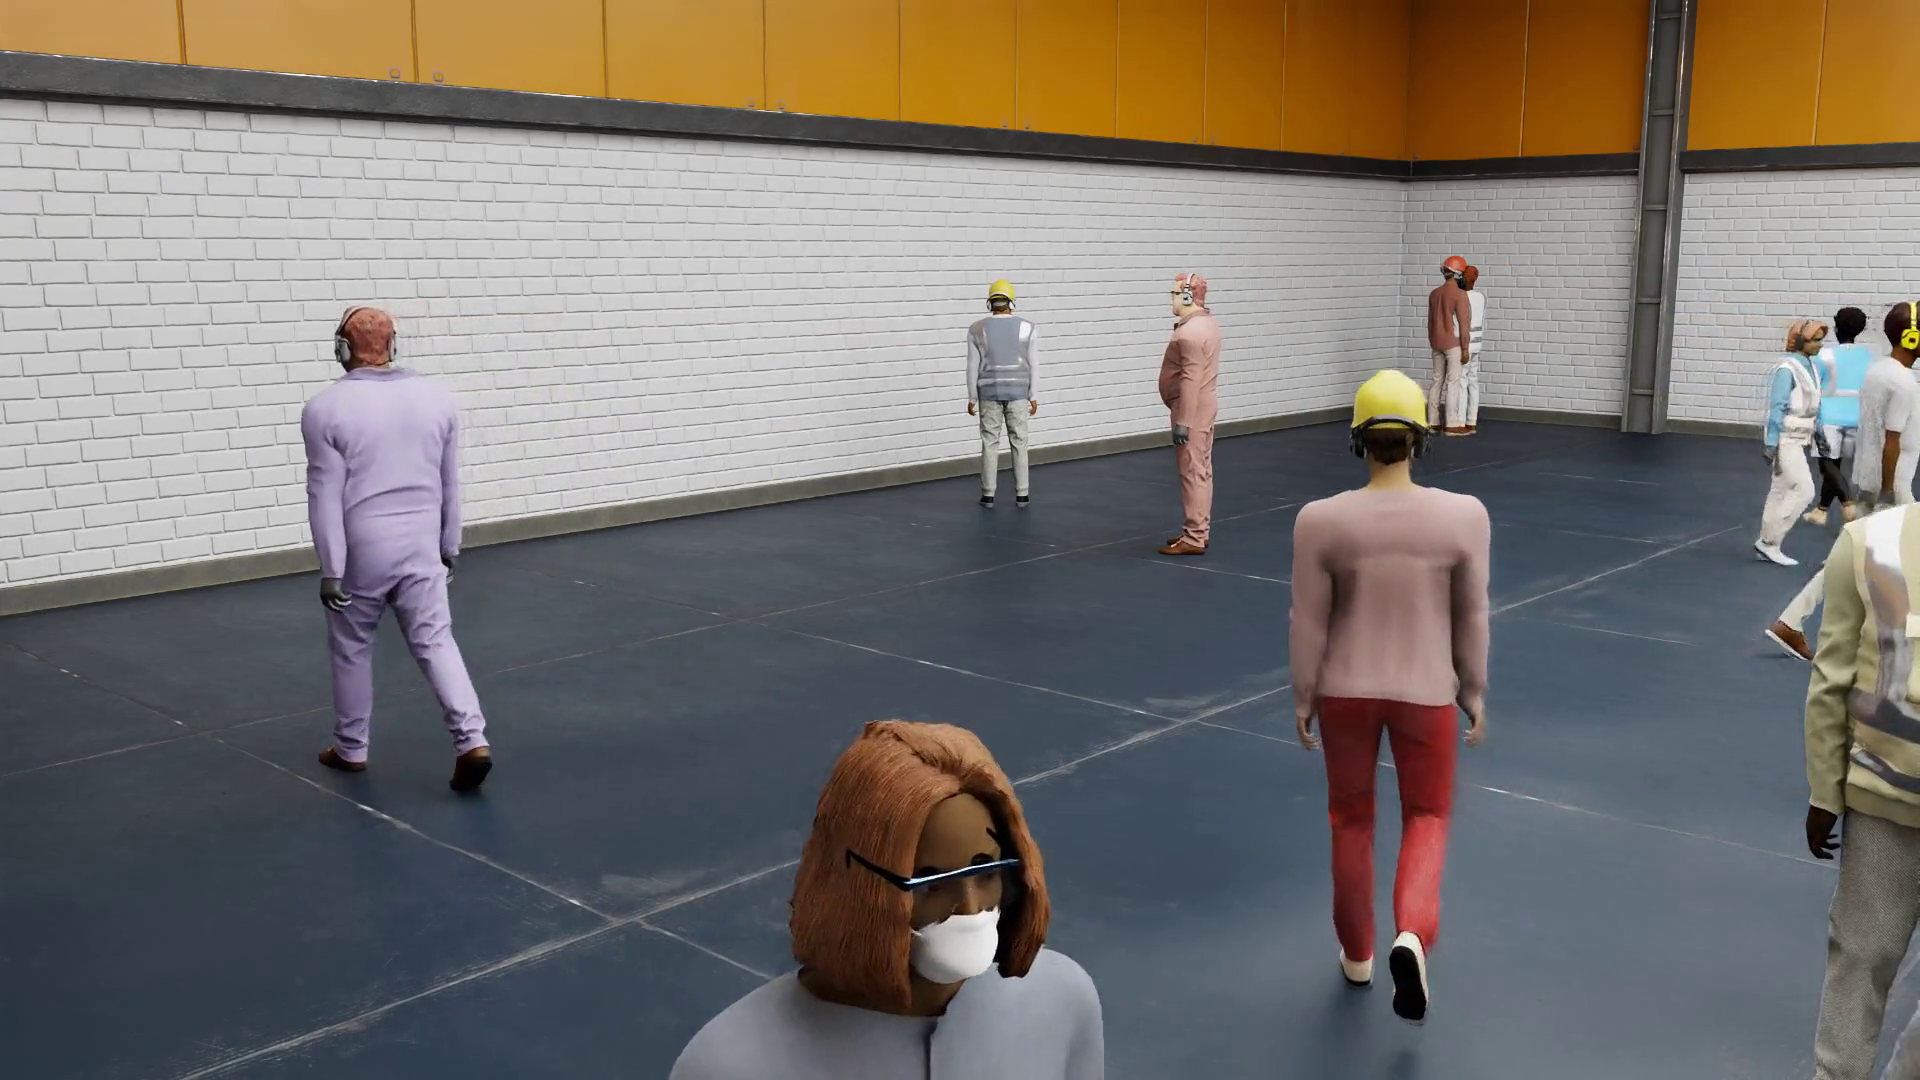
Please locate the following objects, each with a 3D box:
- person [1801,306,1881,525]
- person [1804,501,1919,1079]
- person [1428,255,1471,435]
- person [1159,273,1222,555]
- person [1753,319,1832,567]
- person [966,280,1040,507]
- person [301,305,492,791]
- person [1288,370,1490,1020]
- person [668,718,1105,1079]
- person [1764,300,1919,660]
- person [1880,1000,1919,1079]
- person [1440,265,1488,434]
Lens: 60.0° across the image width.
[{"bbox_3d":[6.445,-0.872,12.135,0.523,1.659,0.841,-1,10,-6],"label":"person"},{"bbox_3d":[2.124,0.553,3.554,0.588,1.823,0.403,3,11,19],"label":"person"},{"bbox_3d":[5.453,-2.160,18.511,0.379,1.994,0.611,-5,11,-25],"label":"person"},{"bbox_3d":[1.545,-0.850,11.298,0.402,1.911,0.639,3,11,19],"label":"person"},{"bbox_3d":[5.436,-0.624,10.828,0.414,1.621,0.510,8,13,38],"label":"person"},{"bbox_3d":[0.342,-1.167,13.352,0.588,1.822,0.403,0,10,-2],"label":"person"},{"bbox_3d":[-2.161,0.037,6.387,0.950,1.870,0.657,9,13,41],"label":"person"},{"bbox_3d":[1.148,0.422,4.482,0.538,1.750,0.578,2,10,12],"label":"person"},{"bbox_3d":[-0.027,0.976,1.694,0.522,1.618,0.425,-7,12,-34],"label":"person"},{"bbox_3d":[4.530,-0.267,8.206,0.916,1.834,0.515,2,10,9],"label":"person"},{"bbox_3d":[1.847,0.667,2.684,0.551,1.911,0.826,-8,13,-39],"label":"person"},{"bbox_3d":[5.621,-2.109,18.538,0.575,1.885,0.355,-9,13,-41],"label":"person"}]
